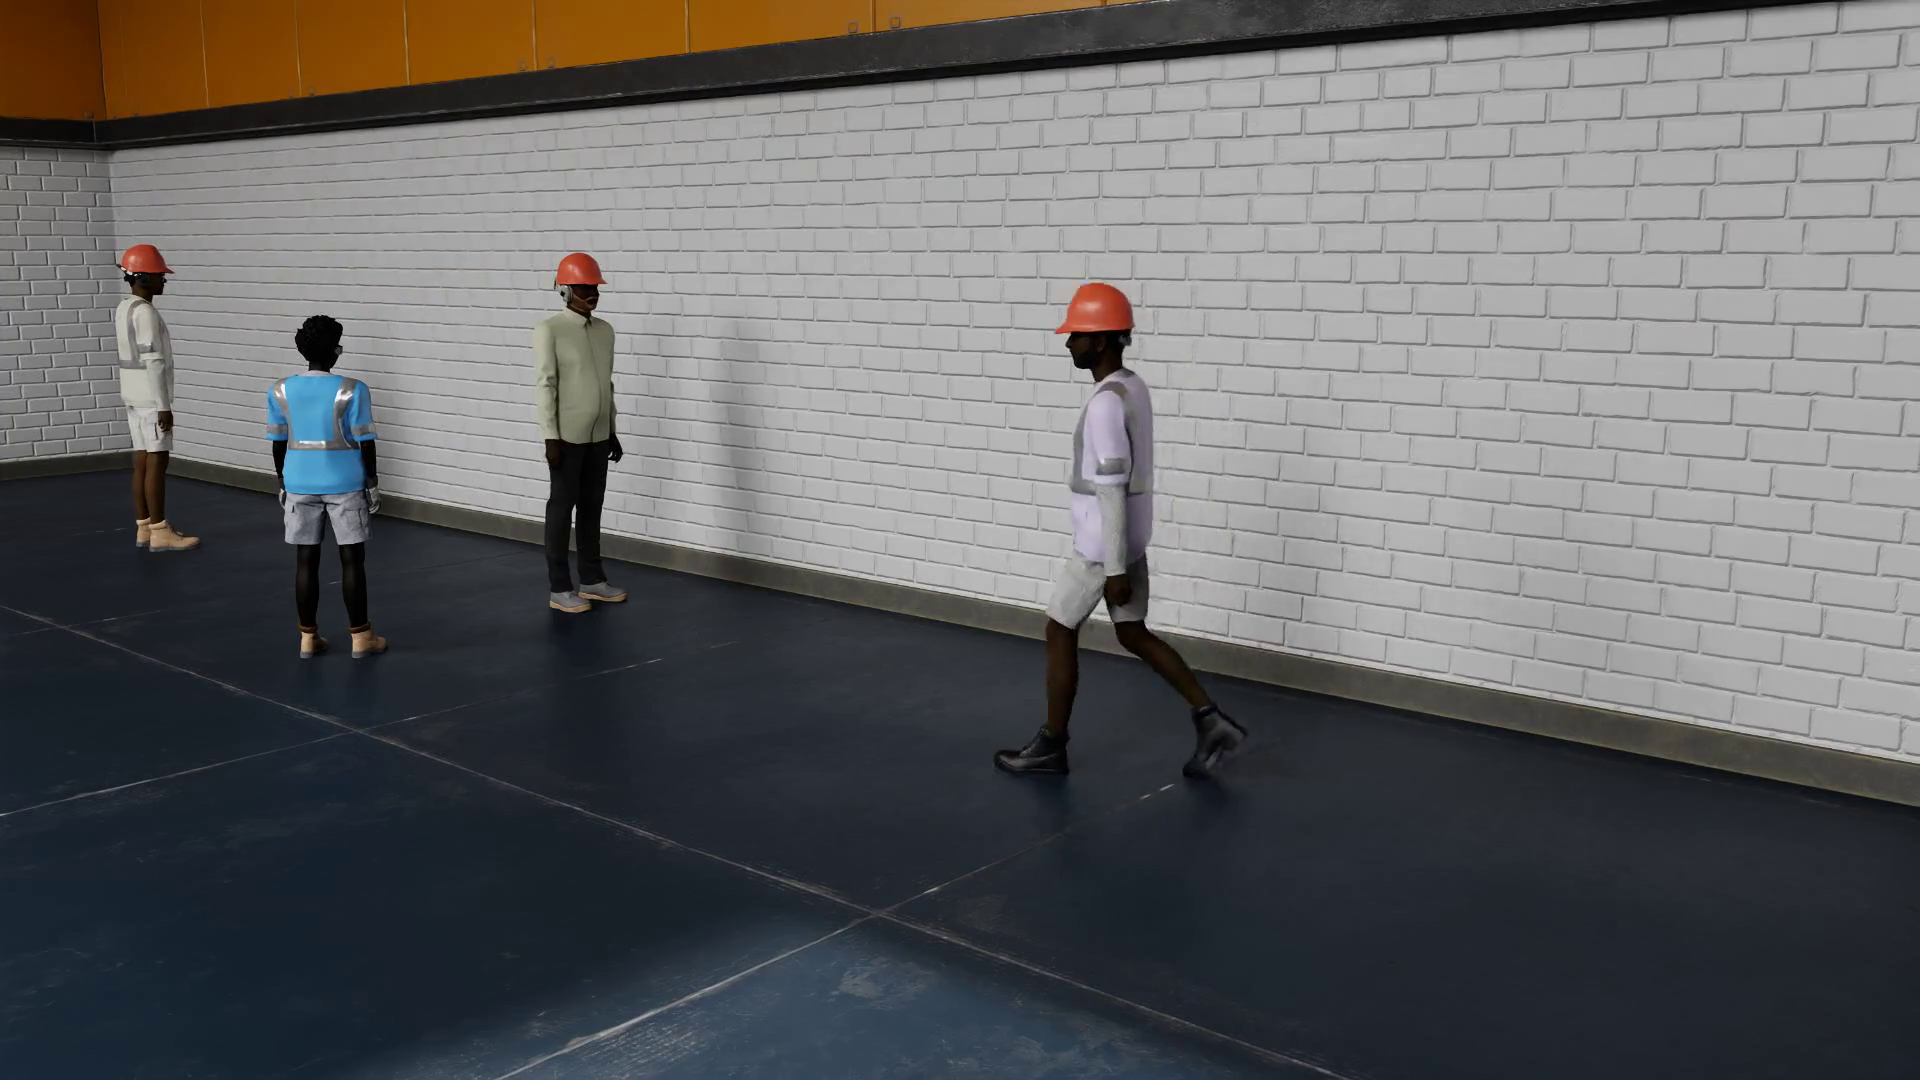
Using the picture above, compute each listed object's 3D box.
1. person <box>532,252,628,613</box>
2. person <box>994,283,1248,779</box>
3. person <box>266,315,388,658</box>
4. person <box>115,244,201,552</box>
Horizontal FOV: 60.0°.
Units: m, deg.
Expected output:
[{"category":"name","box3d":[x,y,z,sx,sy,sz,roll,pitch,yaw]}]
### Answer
[{"category":"person","box3d":[-2.124,-0.606,9.357,0.389,1.996,0.612,6,11,29]},{"category":"person","box3d":[0.622,-0.011,6.256,0.905,1.906,0.544,4,11,19]},{"category":"person","box3d":[-3.121,-0.256,8.214,0.540,1.695,0.317,0,10,3]},{"category":"person","box3d":[-5.407,-0.945,11.154,0.375,2.043,0.611,-9,13,-40]}]
